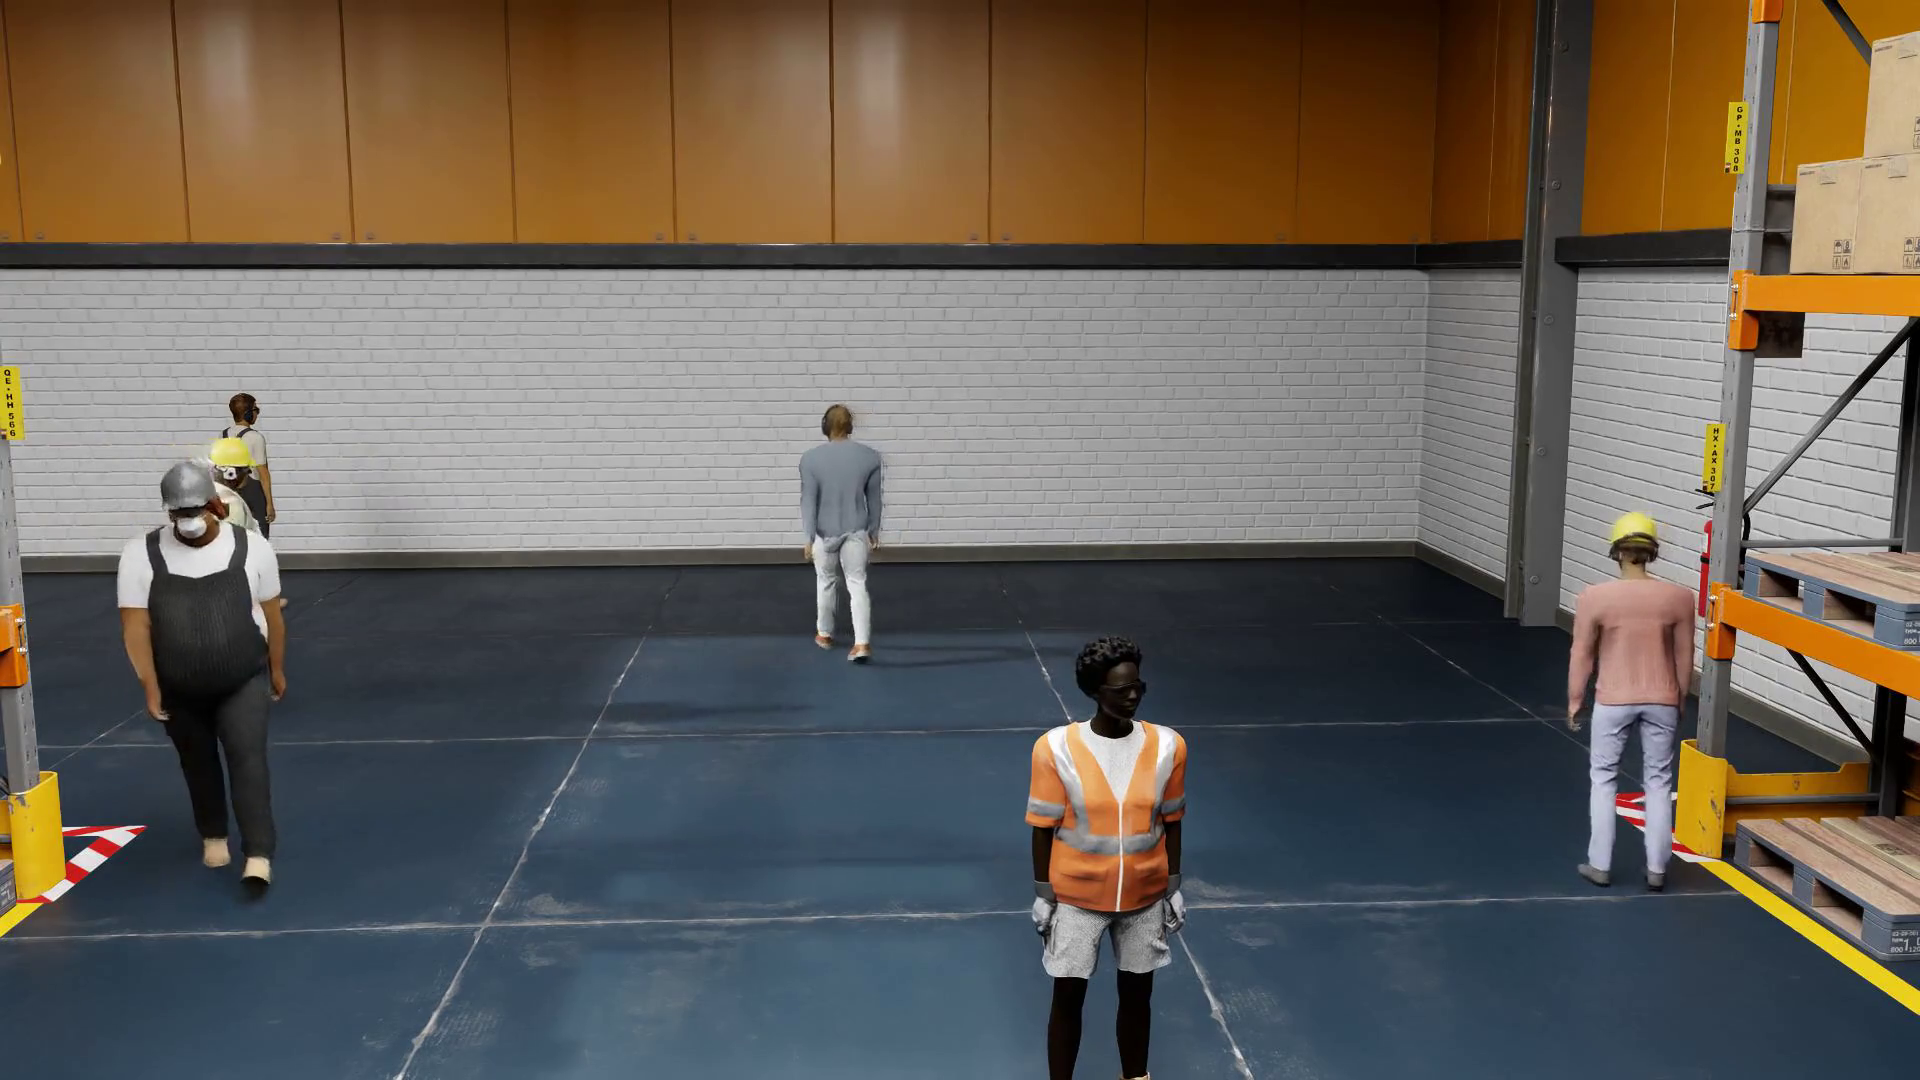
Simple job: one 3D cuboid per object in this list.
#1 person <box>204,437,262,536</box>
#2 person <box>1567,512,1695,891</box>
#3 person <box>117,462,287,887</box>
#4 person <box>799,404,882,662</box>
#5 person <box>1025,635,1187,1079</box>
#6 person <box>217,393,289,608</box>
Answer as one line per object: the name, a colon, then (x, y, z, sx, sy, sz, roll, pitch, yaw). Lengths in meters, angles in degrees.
person: (-4.605, 0.254, 10.555, 0.429, 1.814, 0.617, -7, 11, -36)
person: (3.084, 0.747, 7.686, 0.544, 1.746, 0.410, 2, 9, 11)
person: (-3.479, 0.603, 7.670, 0.692, 2.000, 1.032, -3, 10, -20)
person: (-0.872, -0.058, 12.310, 0.641, 1.893, 1.040, -3, 9, -17)
person: (0.477, 1.139, 5.373, 0.539, 1.699, 0.317, -2, 9, -10)
person: (-6.010, -0.318, 14.071, 0.507, 1.846, 0.346, 4, 10, 21)
